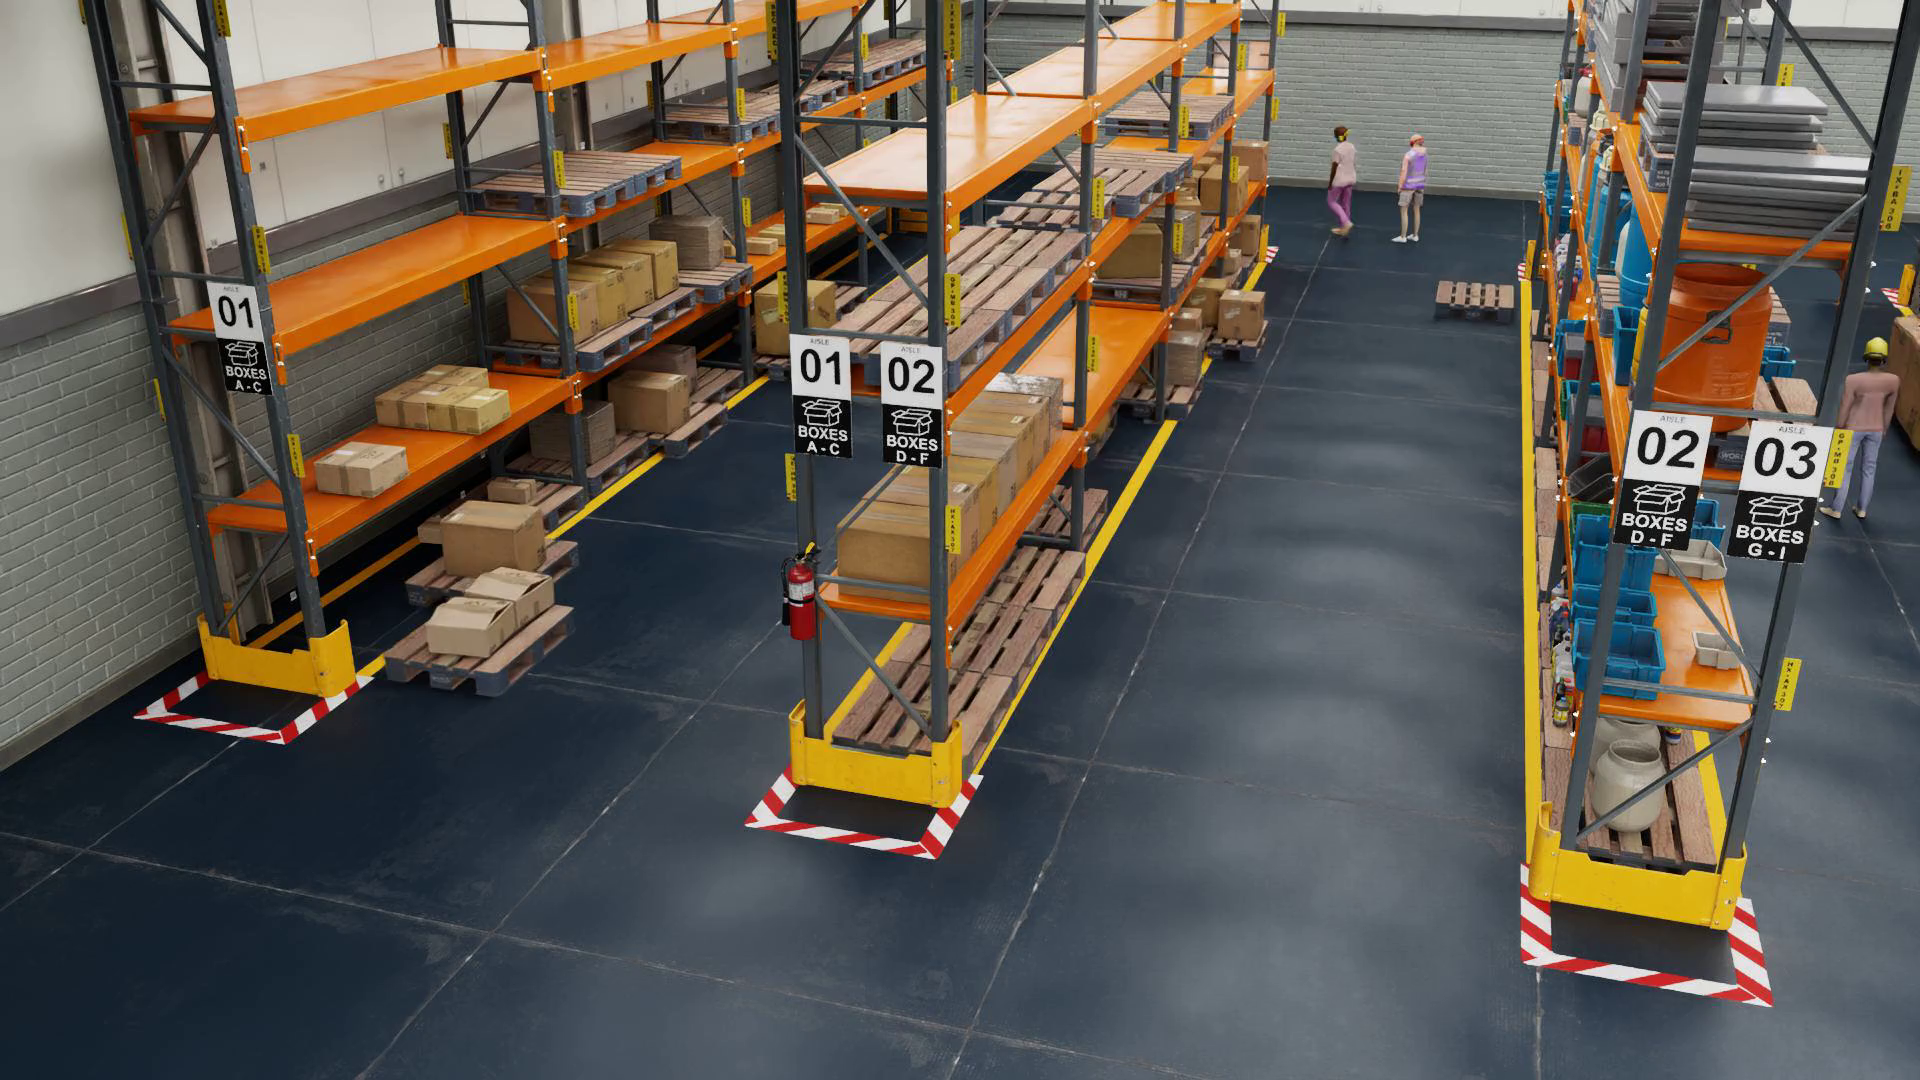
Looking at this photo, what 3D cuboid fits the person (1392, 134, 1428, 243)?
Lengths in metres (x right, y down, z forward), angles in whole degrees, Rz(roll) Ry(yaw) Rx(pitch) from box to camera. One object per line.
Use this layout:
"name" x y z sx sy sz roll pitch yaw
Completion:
"person" 7.133 -5.537 26.222 0.489 1.687 0.350 -12 26 -26

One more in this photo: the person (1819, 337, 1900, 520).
"person" 8.499 -1.044 15.705 0.524 1.765 0.327 0 23 1

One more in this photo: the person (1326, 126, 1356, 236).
"person" 6.125 -5.686 26.453 0.604 1.773 0.518 -16 28 -33
